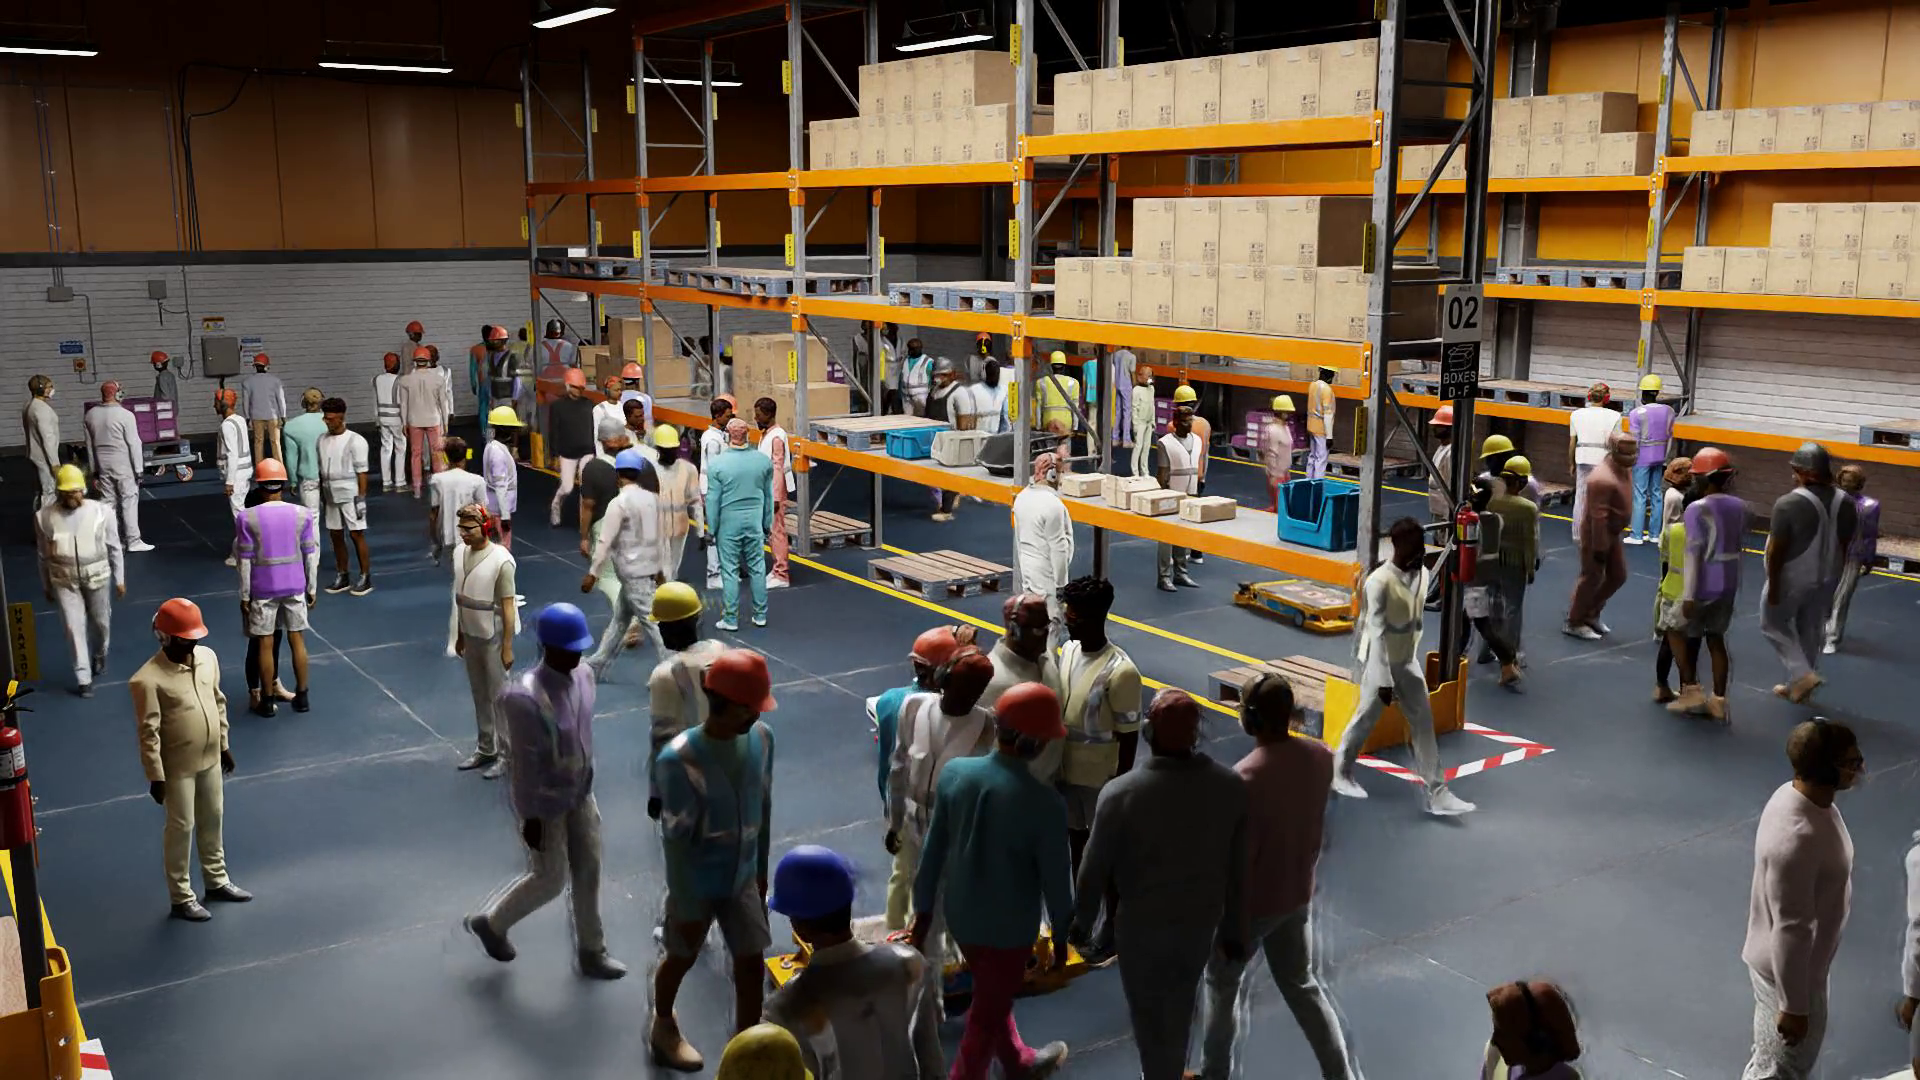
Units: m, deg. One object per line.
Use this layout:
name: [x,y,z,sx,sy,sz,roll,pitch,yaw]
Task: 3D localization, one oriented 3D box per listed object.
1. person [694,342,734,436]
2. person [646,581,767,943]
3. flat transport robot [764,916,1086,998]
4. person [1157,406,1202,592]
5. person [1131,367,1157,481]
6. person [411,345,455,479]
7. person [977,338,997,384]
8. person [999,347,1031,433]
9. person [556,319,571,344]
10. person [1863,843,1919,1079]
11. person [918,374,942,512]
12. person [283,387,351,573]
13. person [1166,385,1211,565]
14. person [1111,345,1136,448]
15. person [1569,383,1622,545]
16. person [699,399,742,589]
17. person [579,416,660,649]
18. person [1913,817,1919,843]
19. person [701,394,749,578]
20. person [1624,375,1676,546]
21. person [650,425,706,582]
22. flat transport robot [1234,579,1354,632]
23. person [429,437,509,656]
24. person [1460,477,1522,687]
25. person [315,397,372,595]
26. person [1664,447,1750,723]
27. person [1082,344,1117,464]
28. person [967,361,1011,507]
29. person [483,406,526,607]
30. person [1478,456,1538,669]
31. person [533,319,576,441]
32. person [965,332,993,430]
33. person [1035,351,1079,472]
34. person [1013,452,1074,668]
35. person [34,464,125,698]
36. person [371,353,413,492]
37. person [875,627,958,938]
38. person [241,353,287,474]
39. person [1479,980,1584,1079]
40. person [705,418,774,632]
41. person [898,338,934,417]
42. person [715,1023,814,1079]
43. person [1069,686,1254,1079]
person: [-3.448,-1.837,23.581,0.655,1.911,0.709,-3,11,-16]
person: [-1.321,1.144,8.355,0.504,1.903,0.590,6,12,27]
flat transport robot: [-0.173,2.016,8.075,1.431,0.197,0.652,-4,12,-22]
person: [2.161,-0.421,16.506,0.571,1.843,0.373,-9,14,-39]
person: [2.552,-1.601,23.124,0.292,1.623,0.506,9,14,39]
person: [-7.452,-1.815,23.544,0.584,1.883,0.349,-7,13,-30]
person: [0.402,-2.129,25.219,0.326,1.862,0.508,5,12,23]
person: [0.730,-1.824,23.681,0.564,1.847,0.395,5,12,23]
person: [-6.827,-2.826,28.616,0.363,1.932,0.633,-4,12,-20]
person: [3.748,1.634,6.245,0.581,1.728,0.490,-5,12,-22]
person: [-0.289,-1.262,20.879,0.522,1.823,0.475,-5,12,-22]
person: [-6.659,-0.620,17.285,0.627,1.941,0.373,-4,12,-18]
person: [2.385,-0.677,17.646,0.582,1.919,0.396,-8,14,-35]
person: [2.621,-2.385,26.581,0.337,1.839,0.512,-9,14,-40]
person: [7.095,-0.834,18.618,0.567,1.847,0.389,7,13,32]
person: [-2.407,-0.458,16.551,0.409,1.907,0.598,-1,11,-4]
person: [-2.871,-0.073,14.223,0.722,2.000,0.822,-9,14,-37]
person: [5.898,0.896,9.769,0.345,1.846,0.507,8,14,35]
person: [-2.353,-0.528,16.873,0.548,1.926,0.424,-10,15,-41]
person: [7.724,-0.895,18.719,0.586,1.928,0.369,-4,12,-18]
person: [-2.561,-0.085,14.701,0.588,1.872,0.993,-6,13,-29]
flat transport robot: [3.212,0.584,15.405,0.652,0.197,1.431,-5,12,-24]
person: [-4.208,0.026,14.261,0.538,1.818,0.919,4,12,18]
person: [4.157,0.326,13.197,0.533,1.652,0.875,-9,14,-38]
person: [-6.035,-0.429,16.276,0.605,1.957,0.381,5,12,23]
person: [5.461,0.333,12.186,0.631,2.023,0.523,-5,12,-25]
person: [2.072,-2.034,24.760,0.565,1.846,0.390,8,14,35]
person: [0.402,-1.353,21.237,0.601,1.860,1.033,-9,14,-37]
person: [-4.322,-0.313,15.784,0.395,1.919,0.583,-3,11,-15]
person: [4.499,0.185,13.629,0.341,1.760,0.525,-7,13,-33]
person: [-6.542,-2.552,26.915,0.679,2.000,0.537,-3,11,-13]
person: [0.336,-2.208,25.448,0.546,1.928,0.394,9,14,38]
person: [1.291,-1.548,22.104,0.583,1.918,0.407,1,11,5]
person: [0.673,0.271,12.816,0.408,1.906,0.638,-5,12,-25]
person: [-6.891,0.277,13.048,0.596,1.806,0.837,-6,12,-26]
person: [-7.603,-1.575,22.338,0.584,1.879,0.367,4,12,19]
person: [-0.146,1.276,8.088,0.574,1.742,0.350,8,13,34]
person: [-9.912,-1.786,23.727,0.574,1.749,0.337,-2,11,-10]
person: [1.657,1.997,4.733,0.516,1.604,0.524,-3,12,-17]
person: [-1.985,-0.136,14.894,0.653,1.906,0.405,-7,13,-31]
person: [-0.684,-2.166,25.463,0.619,1.839,0.430,7,13,30]
person: [-0.511,2.041,4.207,0.490,1.732,0.324,9,14,38]
person: [0.767,1.493,6.631,0.661,1.886,0.722,-4,12,-21]
